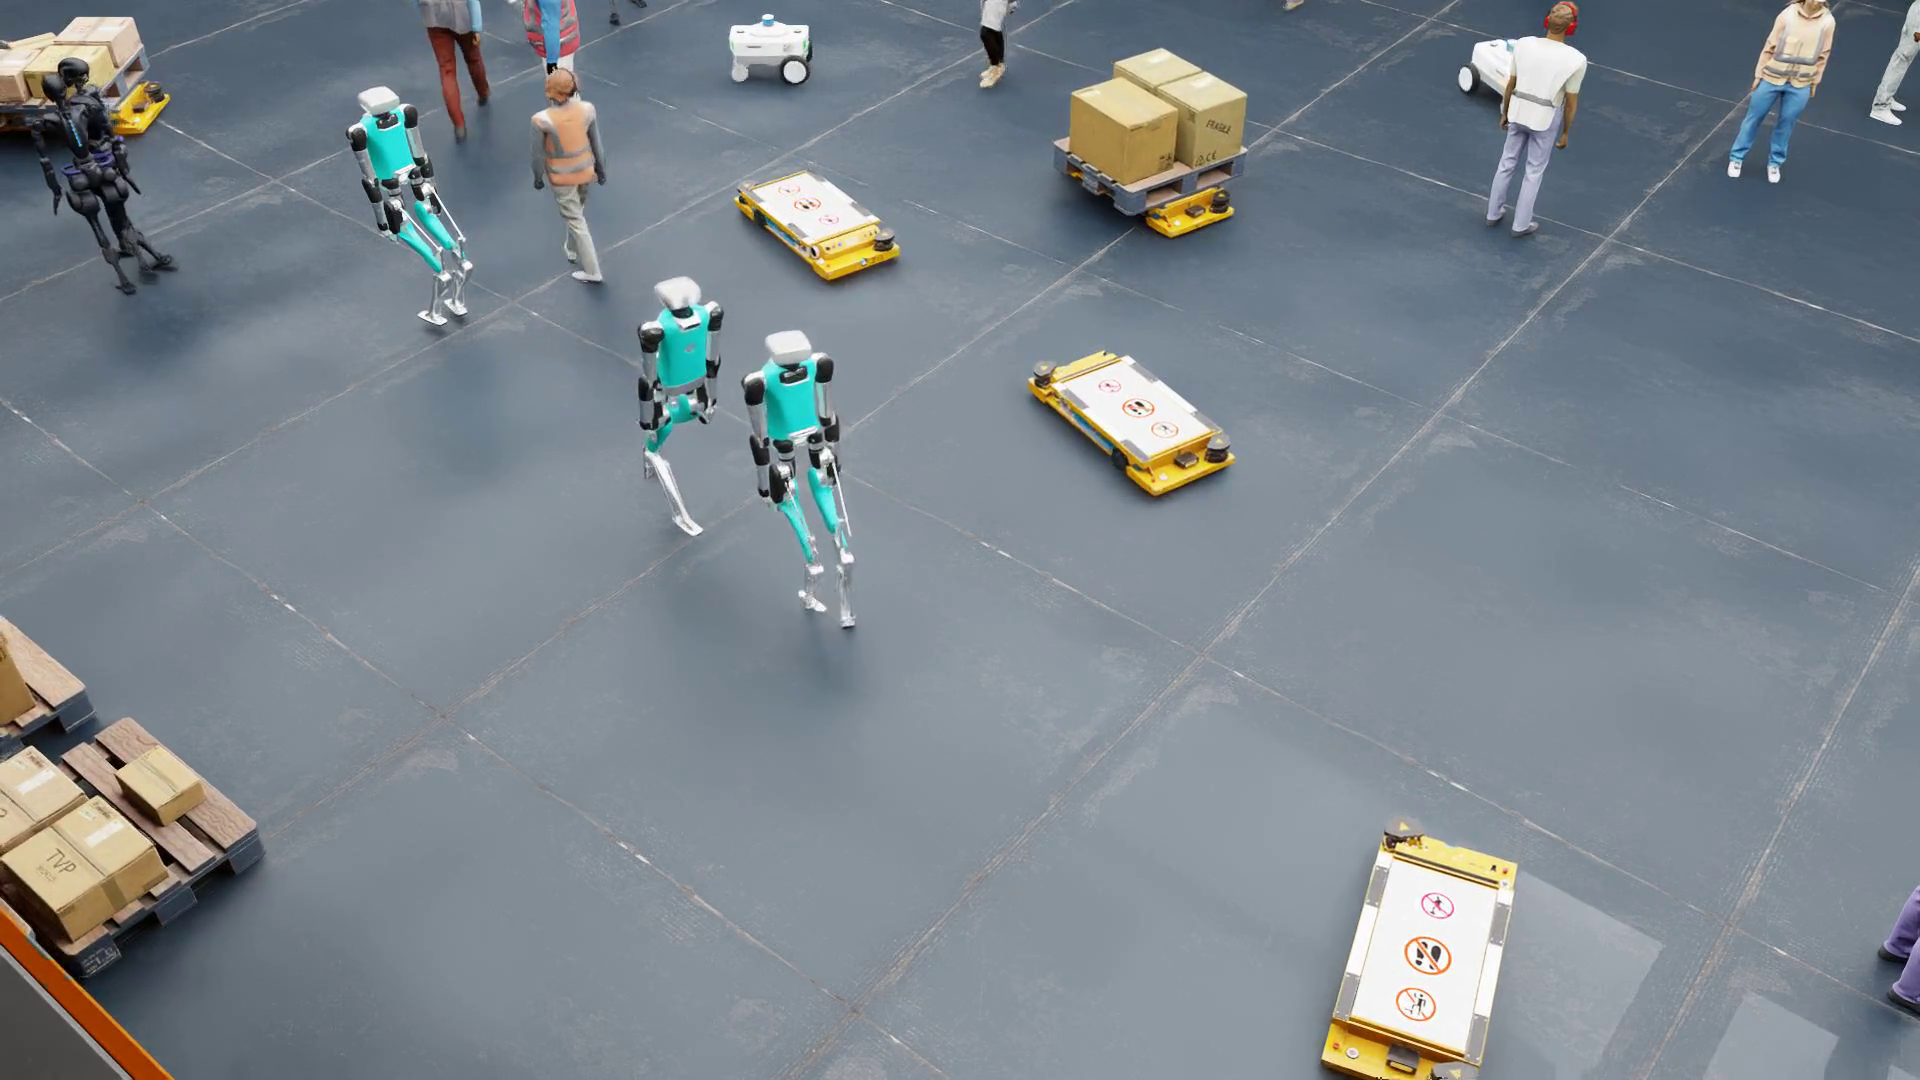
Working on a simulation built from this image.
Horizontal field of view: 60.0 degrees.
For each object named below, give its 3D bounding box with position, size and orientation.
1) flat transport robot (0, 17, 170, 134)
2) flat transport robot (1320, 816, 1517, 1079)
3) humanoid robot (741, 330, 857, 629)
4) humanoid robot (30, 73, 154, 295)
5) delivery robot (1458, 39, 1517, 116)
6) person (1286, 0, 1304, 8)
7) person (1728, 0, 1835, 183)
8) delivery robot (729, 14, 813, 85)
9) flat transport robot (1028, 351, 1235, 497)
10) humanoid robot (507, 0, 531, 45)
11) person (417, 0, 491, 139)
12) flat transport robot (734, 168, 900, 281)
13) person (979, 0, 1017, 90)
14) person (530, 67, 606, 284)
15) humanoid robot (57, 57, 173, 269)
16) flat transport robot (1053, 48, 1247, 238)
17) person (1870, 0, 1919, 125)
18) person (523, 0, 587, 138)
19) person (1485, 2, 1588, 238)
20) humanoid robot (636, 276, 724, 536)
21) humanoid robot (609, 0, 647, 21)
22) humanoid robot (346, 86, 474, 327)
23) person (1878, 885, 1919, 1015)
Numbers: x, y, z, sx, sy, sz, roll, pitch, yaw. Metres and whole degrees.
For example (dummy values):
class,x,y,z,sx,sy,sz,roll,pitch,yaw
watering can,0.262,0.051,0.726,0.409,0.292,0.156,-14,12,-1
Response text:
class,x,y,z,sx,sy,sz,roll,pitch,yaw
flat transport robot,-7.741,-3.767,14.509,1.431,0.231,0.659,0,40,0
flat transport robot,2.179,1.945,7.790,0.659,0.231,1.431,15,43,17
humanoid robot,-0.783,-0.216,9.253,0.531,1.835,0.848,-22,45,-24
humanoid robot,-6.273,-2.564,12.015,0.603,1.643,0.379,-26,47,-27
delivery robot,4.823,-4.128,14.729,0.499,0.614,0.815,-12,42,-14
person,3.337,-6.143,16.072,0.723,1.854,0.673,17,43,19
person,6.619,-3.698,13.309,0.493,1.721,0.377,12,42,14
delivery robot,-1.695,-4.464,15.122,0.796,0.612,0.499,0,40,0
flat transport robot,1.121,-0.826,11.050,0.659,0.231,1.431,-22,45,-24
humanoid robot,-3.991,-5.372,15.327,0.773,1.848,0.532,-16,43,-18
person,-4.295,-4.402,14.060,0.543,1.816,1.024,-5,41,-5
flat transport robot,-1.138,-2.499,13.018,0.659,0.231,1.431,-25,46,-26
person,0.262,-4.800,14.633,0.530,1.675,0.562,-23,45,-24
person,-2.899,-2.692,12.213,0.686,1.603,0.512,32,50,32
humanoid robot,-6.317,-2.745,12.243,0.604,1.652,0.599,-2,40,-3
flat transport robot,1.508,-2.903,13.493,0.659,0.231,1.431,-24,46,-26
person,8.211,-4.423,14.142,0.316,1.742,0.491,21,45,23
person,-3.324,-4.055,13.645,0.430,1.831,0.634,-5,41,-6
person,4.348,-3.158,12.588,0.561,1.834,0.407,29,48,30
humanoid robot,-1.826,-0.918,10.052,0.569,1.776,0.959,-27,47,-28
humanoid robot,-3.339,-5.811,15.858,0.603,1.639,0.513,-18,44,-20
humanoid robot,-3.714,-2.264,11.528,0.728,1.692,0.533,27,47,28
person,4.460,1.372,7.253,0.390,1.837,0.562,11,42,13
